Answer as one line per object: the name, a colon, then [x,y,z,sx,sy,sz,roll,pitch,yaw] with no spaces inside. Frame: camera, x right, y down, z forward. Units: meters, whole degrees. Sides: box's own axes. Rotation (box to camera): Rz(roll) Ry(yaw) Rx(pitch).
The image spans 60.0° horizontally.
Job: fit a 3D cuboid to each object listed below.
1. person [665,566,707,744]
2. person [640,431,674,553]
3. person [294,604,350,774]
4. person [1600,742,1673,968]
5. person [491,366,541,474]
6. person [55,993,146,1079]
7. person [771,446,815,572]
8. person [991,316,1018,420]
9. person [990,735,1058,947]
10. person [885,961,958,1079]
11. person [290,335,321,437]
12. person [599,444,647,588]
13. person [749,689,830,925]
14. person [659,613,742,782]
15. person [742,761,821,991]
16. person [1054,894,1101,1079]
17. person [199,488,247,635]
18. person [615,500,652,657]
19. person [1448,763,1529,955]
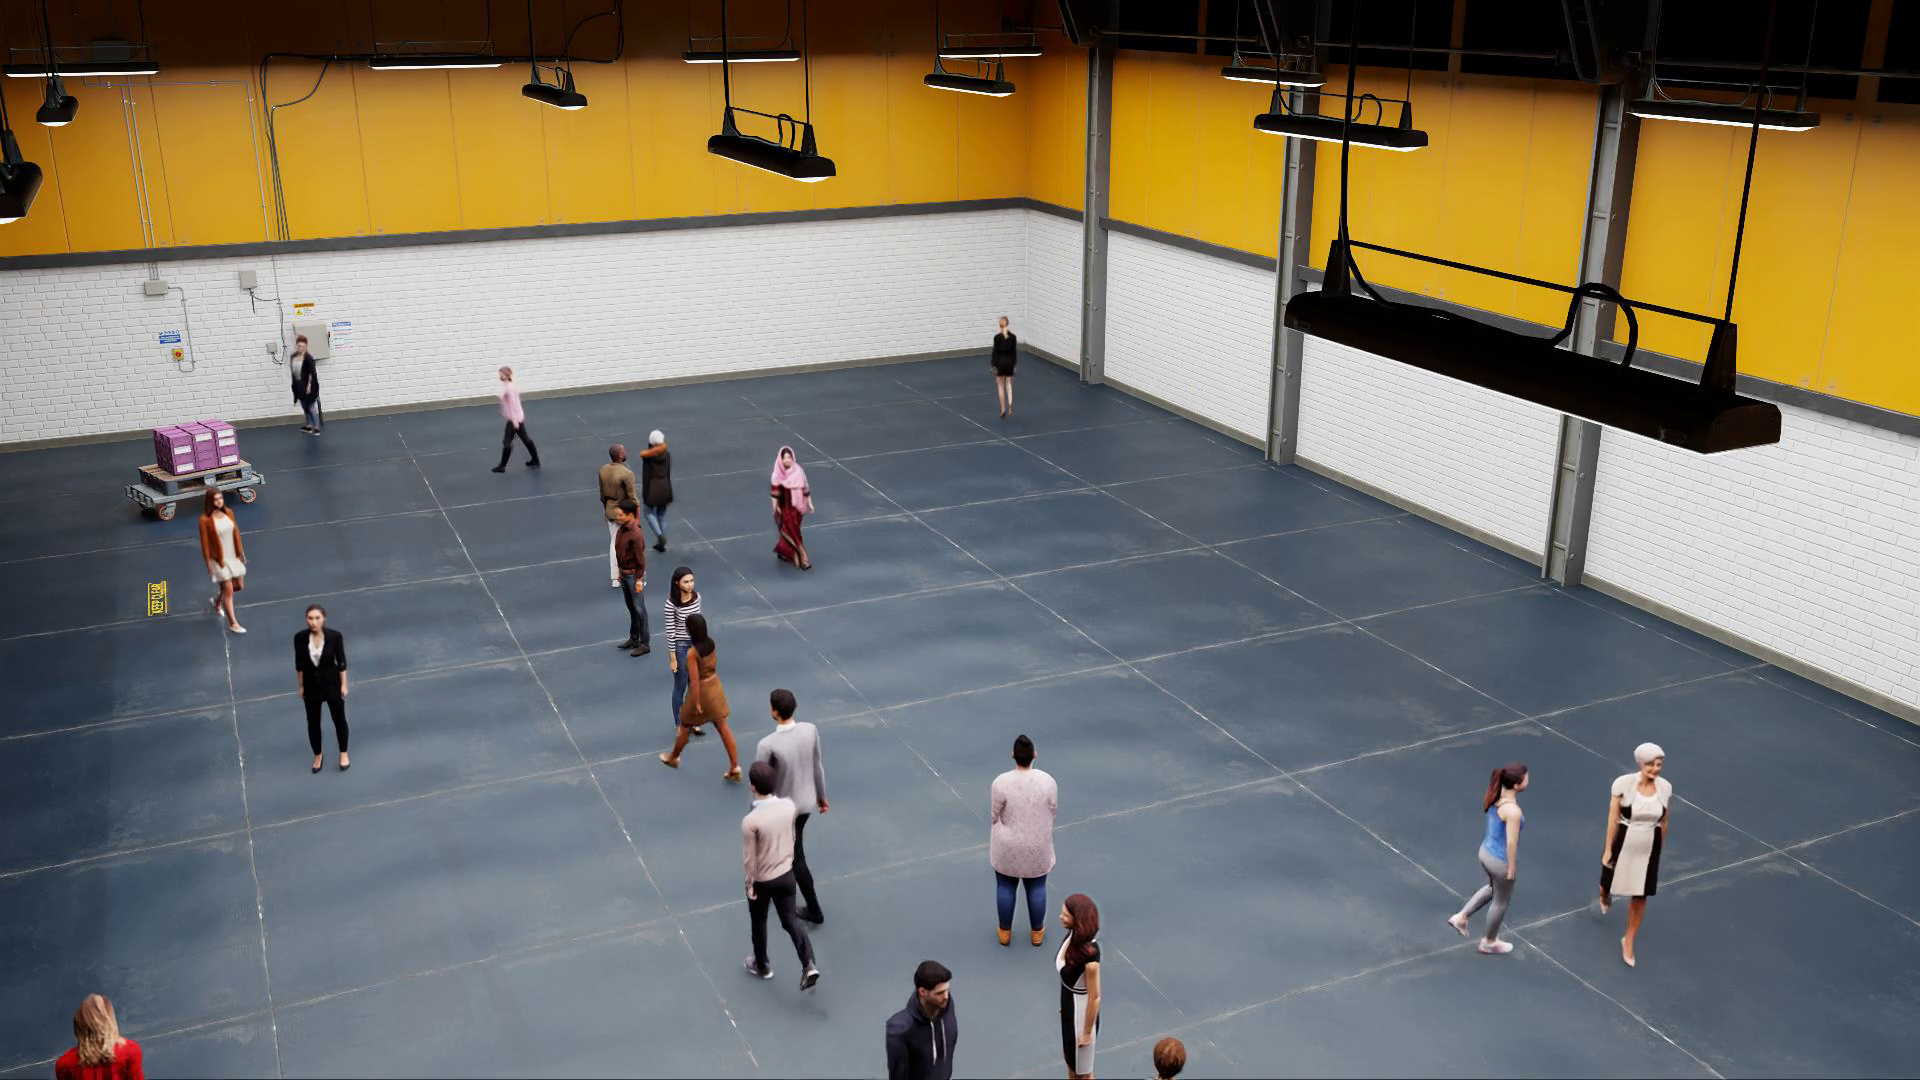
person: [-2.663,1.104,16.225,0.654,1.795,0.669,14,23,36]
person: [-3.874,-0.601,21.571,0.712,1.615,0.778,-18,25,-42]
person: [-5.977,1.372,15.640,0.650,1.660,0.624,-3,19,-10]
person: [5.099,2.331,12.672,0.927,1.736,1.061,2,19,7]
person: [-6.687,-1.837,25.192,0.868,1.645,0.941,-5,19,-14]
person: [-4.865,3.437,9.505,0.715,1.662,1.134,-11,21,-29]
person: [-2.186,-0.420,21.048,0.799,1.605,1.165,-14,23,-36]
person: [0.774,-2.899,28.168,0.585,1.758,0.584,-7,20,-21]
person: [0.474,2.296,12.768,0.761,1.742,0.752,-1,19,-3]
person: [-0.305,3.245,9.785,0.888,1.847,1.150,-15,24,-38]
person: [-10.739,-2.549,27.245,0.764,1.684,0.896,16,24,39]
person: [-4.144,-0.293,20.325,0.738,1.825,0.866,11,22,30]
person: [-1.261,2.131,13.071,1.023,1.861,1.332,-17,25,-41]
person: [-2.275,1.494,15.316,1.147,1.635,1.015,9,21,26]
person: [-1.333,2.484,12.133,0.781,1.791,1.109,-14,23,-36]
person: [0.748,3.032,10.499,0.684,1.795,0.497,-5,19,-13]
person: [-8.466,0.211,19.020,1.011,1.704,0.923,9,21,25]
person: [-3.607,0.397,18.350,0.752,1.778,0.548,-14,23,-36]
person: [4.010,2.423,12.618,0.737,1.597,0.741,-2,19,-7]
